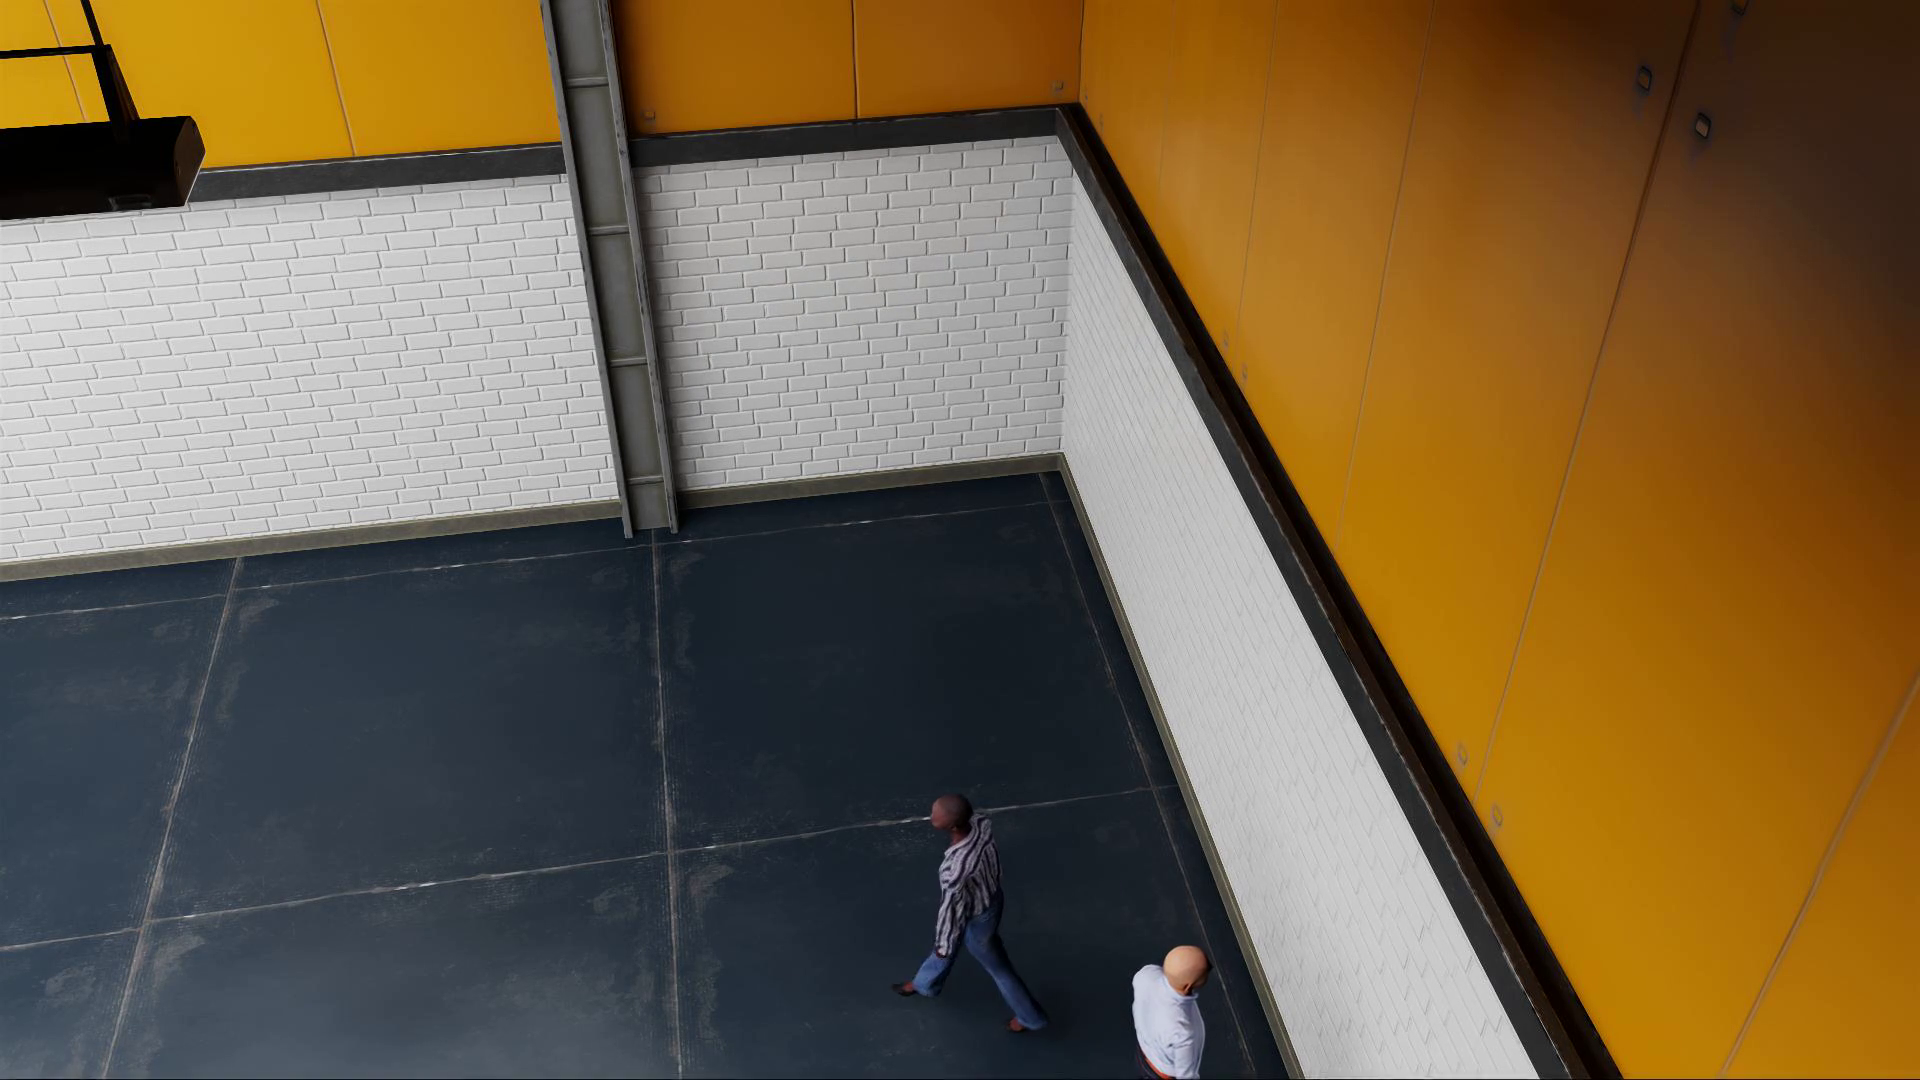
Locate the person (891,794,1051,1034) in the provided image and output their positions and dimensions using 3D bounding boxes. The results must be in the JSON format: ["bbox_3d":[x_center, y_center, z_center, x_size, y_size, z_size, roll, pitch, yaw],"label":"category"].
[{"bbox_3d":[0.167,1.951,8.499,1.203,1.747,0.913,10,40,13],"label":"person"}]

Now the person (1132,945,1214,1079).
[{"bbox_3d":[0.962,2.493,7.788,0.621,1.789,0.689,-14,41,-17],"label":"person"}]
